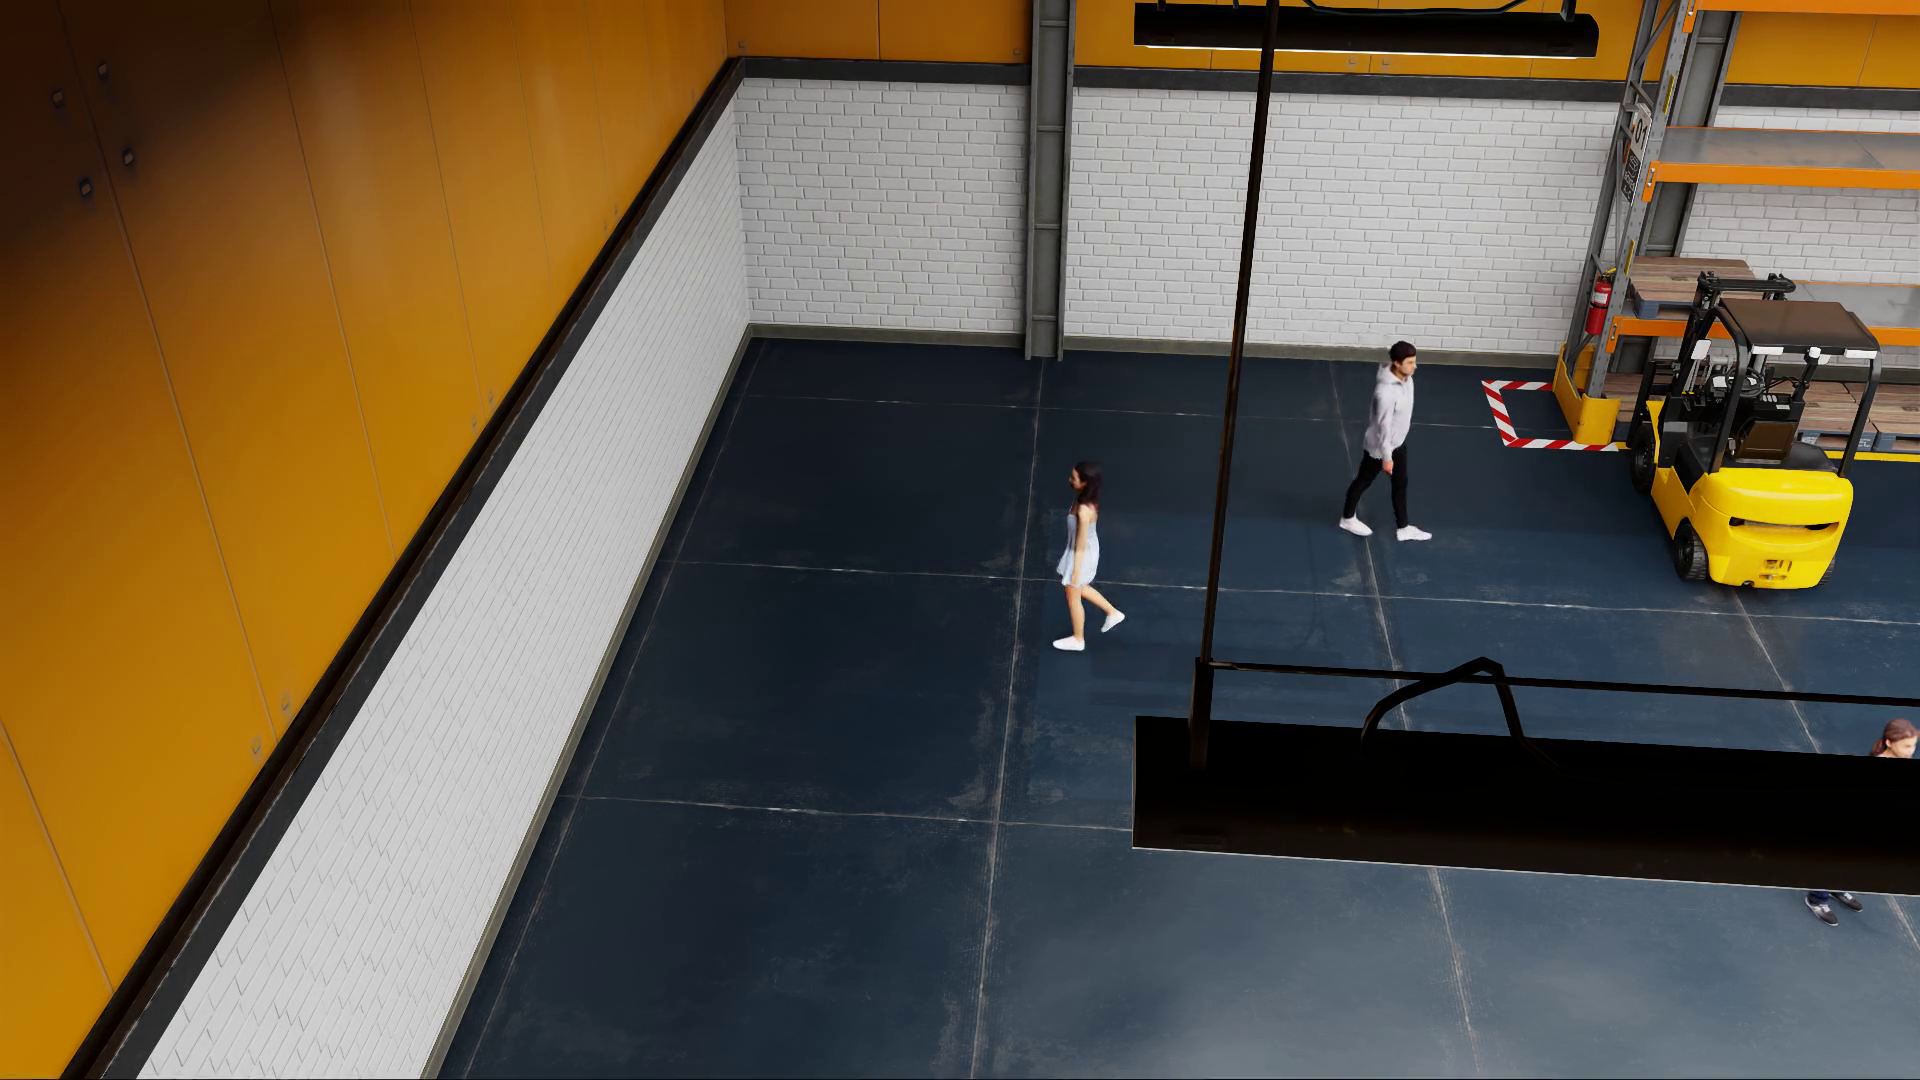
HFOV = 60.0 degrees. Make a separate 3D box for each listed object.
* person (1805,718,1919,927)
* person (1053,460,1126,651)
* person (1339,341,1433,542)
[{"bbox_3d":[5.780,1.760,10.613,0.610,1.562,0.692,-17,37,-23],"label":"person"},{"bbox_3d":[1.035,0.144,12.904,0.789,1.716,0.600,1,34,2],"label":"person"},{"bbox_3d":[3.545,-0.855,14.246,1.179,1.895,1.042,23,40,30],"label":"person"}]
